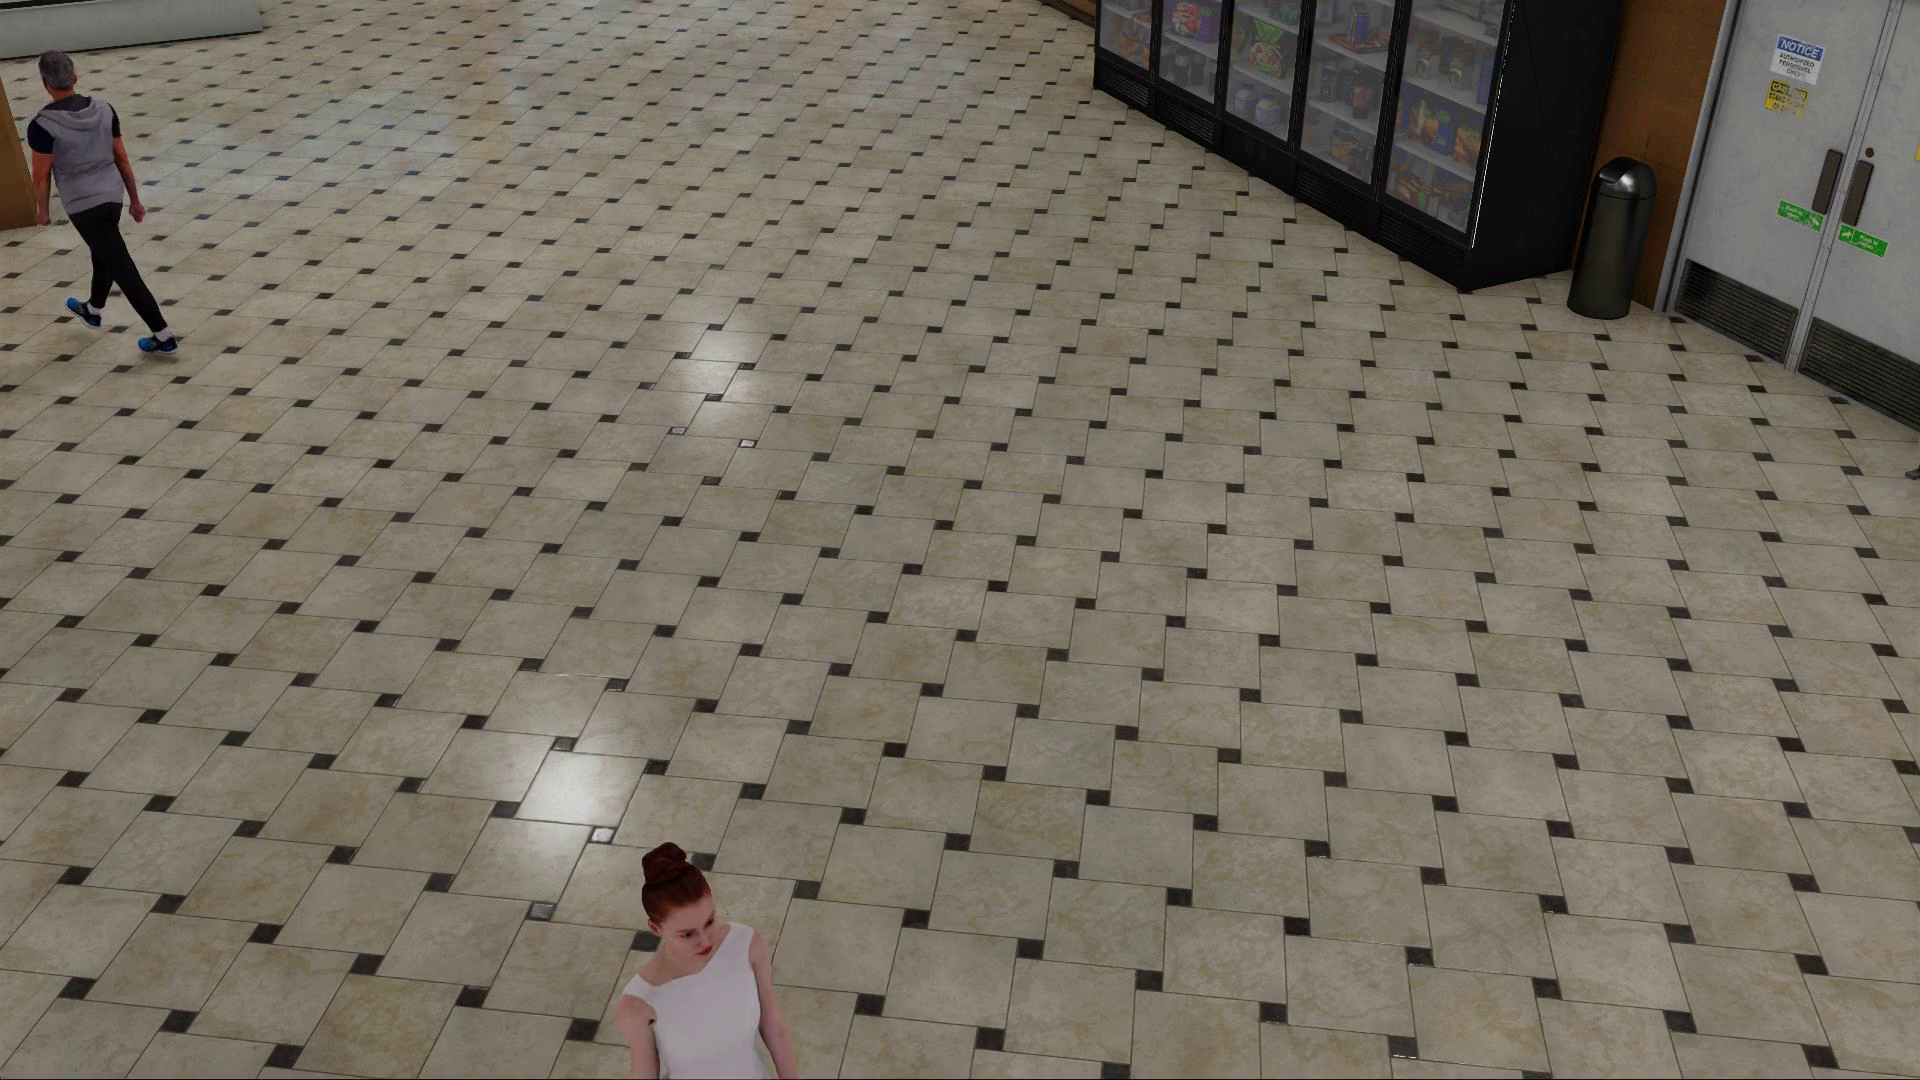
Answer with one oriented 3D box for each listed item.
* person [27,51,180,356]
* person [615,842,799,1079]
[{"bbox_3d":[-4.996,-1.903,9.779,1.214,1.768,1.190,13,34,20],"label":"person"},{"bbox_3d":[-0.689,1.453,4.390,1.070,1.763,0.831,-24,39,-33],"label":"person"}]
